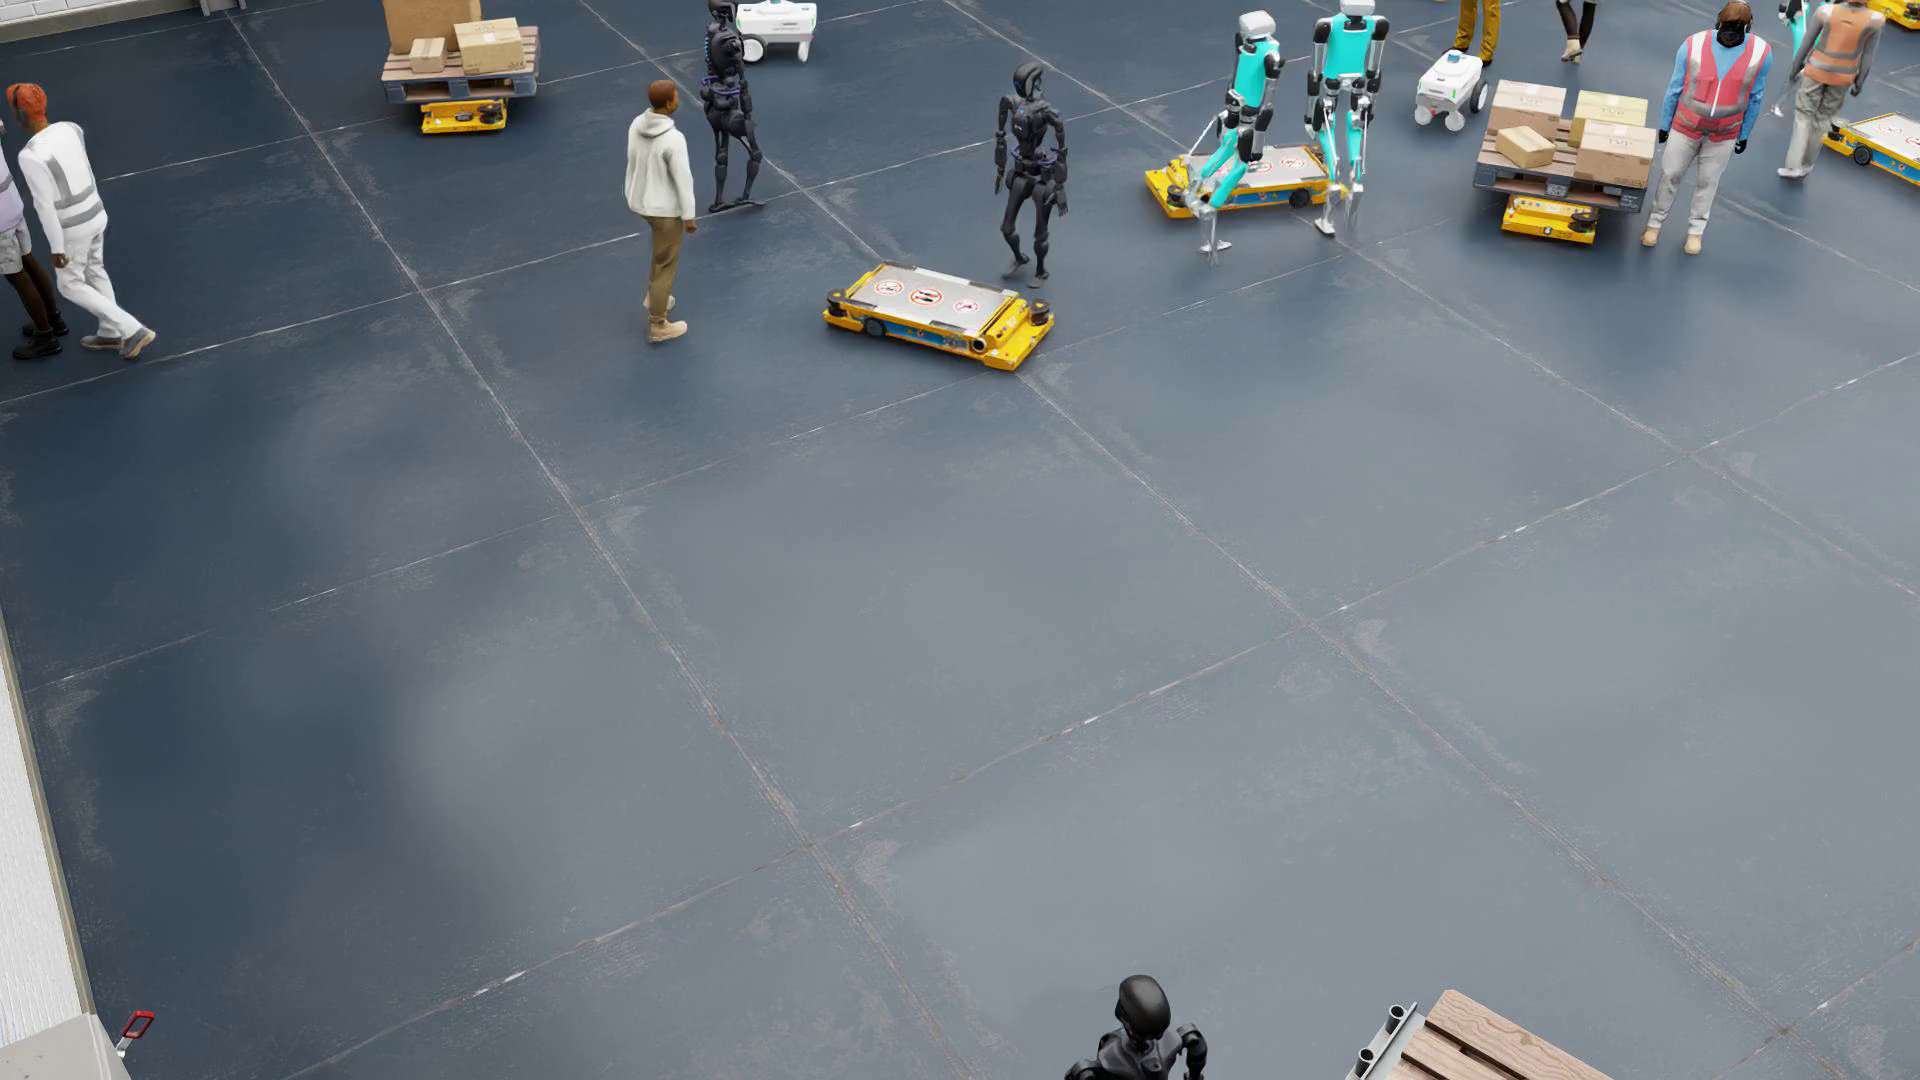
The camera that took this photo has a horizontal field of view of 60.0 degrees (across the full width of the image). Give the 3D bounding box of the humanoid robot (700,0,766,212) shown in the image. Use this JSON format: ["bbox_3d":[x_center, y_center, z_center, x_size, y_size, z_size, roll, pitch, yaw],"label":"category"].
[{"bbox_3d":[-1.717,-3.188,12.182,0.393,1.651,0.589,-24,44,-27],"label":"humanoid robot"}]

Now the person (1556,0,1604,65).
[{"bbox_3d":[5.456,-4.913,14.349,0.543,1.680,0.404,-4,39,-6],"label":"person"}]

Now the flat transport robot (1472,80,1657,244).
[{"bbox_3d":[4.563,-2.704,12.703,0.659,0.231,1.431,13,40,16],"label":"flat transport robot"}]

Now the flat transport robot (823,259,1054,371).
[{"bbox_3d":[-0.149,-1.531,11.223,1.431,0.231,0.659,17,41,20],"label":"flat transport robot"}]

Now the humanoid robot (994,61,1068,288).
[{"bbox_3d":[0.493,-2.467,11.281,0.609,1.640,0.365,24,44,28],"label":"humanoid robot"}]

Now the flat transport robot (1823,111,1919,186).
[{"bbox_3d":[7.583,-2.990,13.064,0.659,0.231,1.431,-18,42,-21],"label":"flat transport robot"}]

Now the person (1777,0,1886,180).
[{"bbox_3d":[6.583,-3.507,12.619,0.526,1.635,0.424,16,41,19],"label":"person"}]

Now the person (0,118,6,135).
[{"bbox_3d":[-7.999,-3.994,13.062,0.373,1.843,0.569,7,39,9],"label":"person"}]

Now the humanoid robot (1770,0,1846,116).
[{"bbox_3d":[6.966,-4.264,13.507,0.535,1.806,0.663,2,38,2],"label":"humanoid robot"}]

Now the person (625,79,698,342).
[{"bbox_3d":[-1.951,-2.132,10.807,0.531,1.732,0.517,30,47,32],"label":"person"}]

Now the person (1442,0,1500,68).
[{"bbox_3d":[4.528,-4.963,14.372,0.348,1.748,0.525,-17,42,-21],"label":"person"}]

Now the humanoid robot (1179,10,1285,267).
[{"bbox_3d":[1.810,-2.723,11.612,0.676,1.880,0.536,-13,40,-15],"label":"humanoid robot"}]

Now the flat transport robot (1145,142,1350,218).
[{"bbox_3d":[2.202,-2.763,12.778,1.431,0.231,0.659,-8,39,-10],"label":"flat transport robot"}]

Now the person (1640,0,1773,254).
[{"bbox_3d":[5.235,-2.893,11.689,0.629,1.836,0.431,13,40,16],"label":"person"}]

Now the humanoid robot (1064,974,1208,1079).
[{"bbox_3d":[0.529,2.036,5.623,0.602,1.628,0.775,-16,41,-19],"label":"humanoid robot"}]

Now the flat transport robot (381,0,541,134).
[{"bbox_3d":[-4.174,-3.841,14.138,0.659,0.231,1.431,-5,39,-7],"label":"flat transport robot"}]

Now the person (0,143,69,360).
[{"bbox_3d":[-6.132,-2.058,10.547,0.351,1.938,0.543,-6,39,-8],"label":"person"}]

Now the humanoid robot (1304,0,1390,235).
[{"bbox_3d":[2.750,-2.909,11.825,0.535,1.860,0.680,-5,39,-6],"label":"humanoid robot"}]

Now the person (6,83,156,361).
[{"bbox_3d":[-5.582,-1.987,10.510,0.557,1.867,0.599,5,39,6],"label":"person"}]

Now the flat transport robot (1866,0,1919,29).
[{"bbox_3d":[9.391,-5.090,15.715,1.431,0.231,0.659,-9,39,-11],"label":"flat transport robot"}]

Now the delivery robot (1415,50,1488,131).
[{"bbox_3d":[4.084,-3.774,13.833,0.523,0.607,0.779,21,43,24],"label":"delivery robot"}]

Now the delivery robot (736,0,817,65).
[{"bbox_3d":[-1.648,-4.579,14.831,0.747,0.585,0.523,-2,38,-2],"label":"delivery robot"}]
